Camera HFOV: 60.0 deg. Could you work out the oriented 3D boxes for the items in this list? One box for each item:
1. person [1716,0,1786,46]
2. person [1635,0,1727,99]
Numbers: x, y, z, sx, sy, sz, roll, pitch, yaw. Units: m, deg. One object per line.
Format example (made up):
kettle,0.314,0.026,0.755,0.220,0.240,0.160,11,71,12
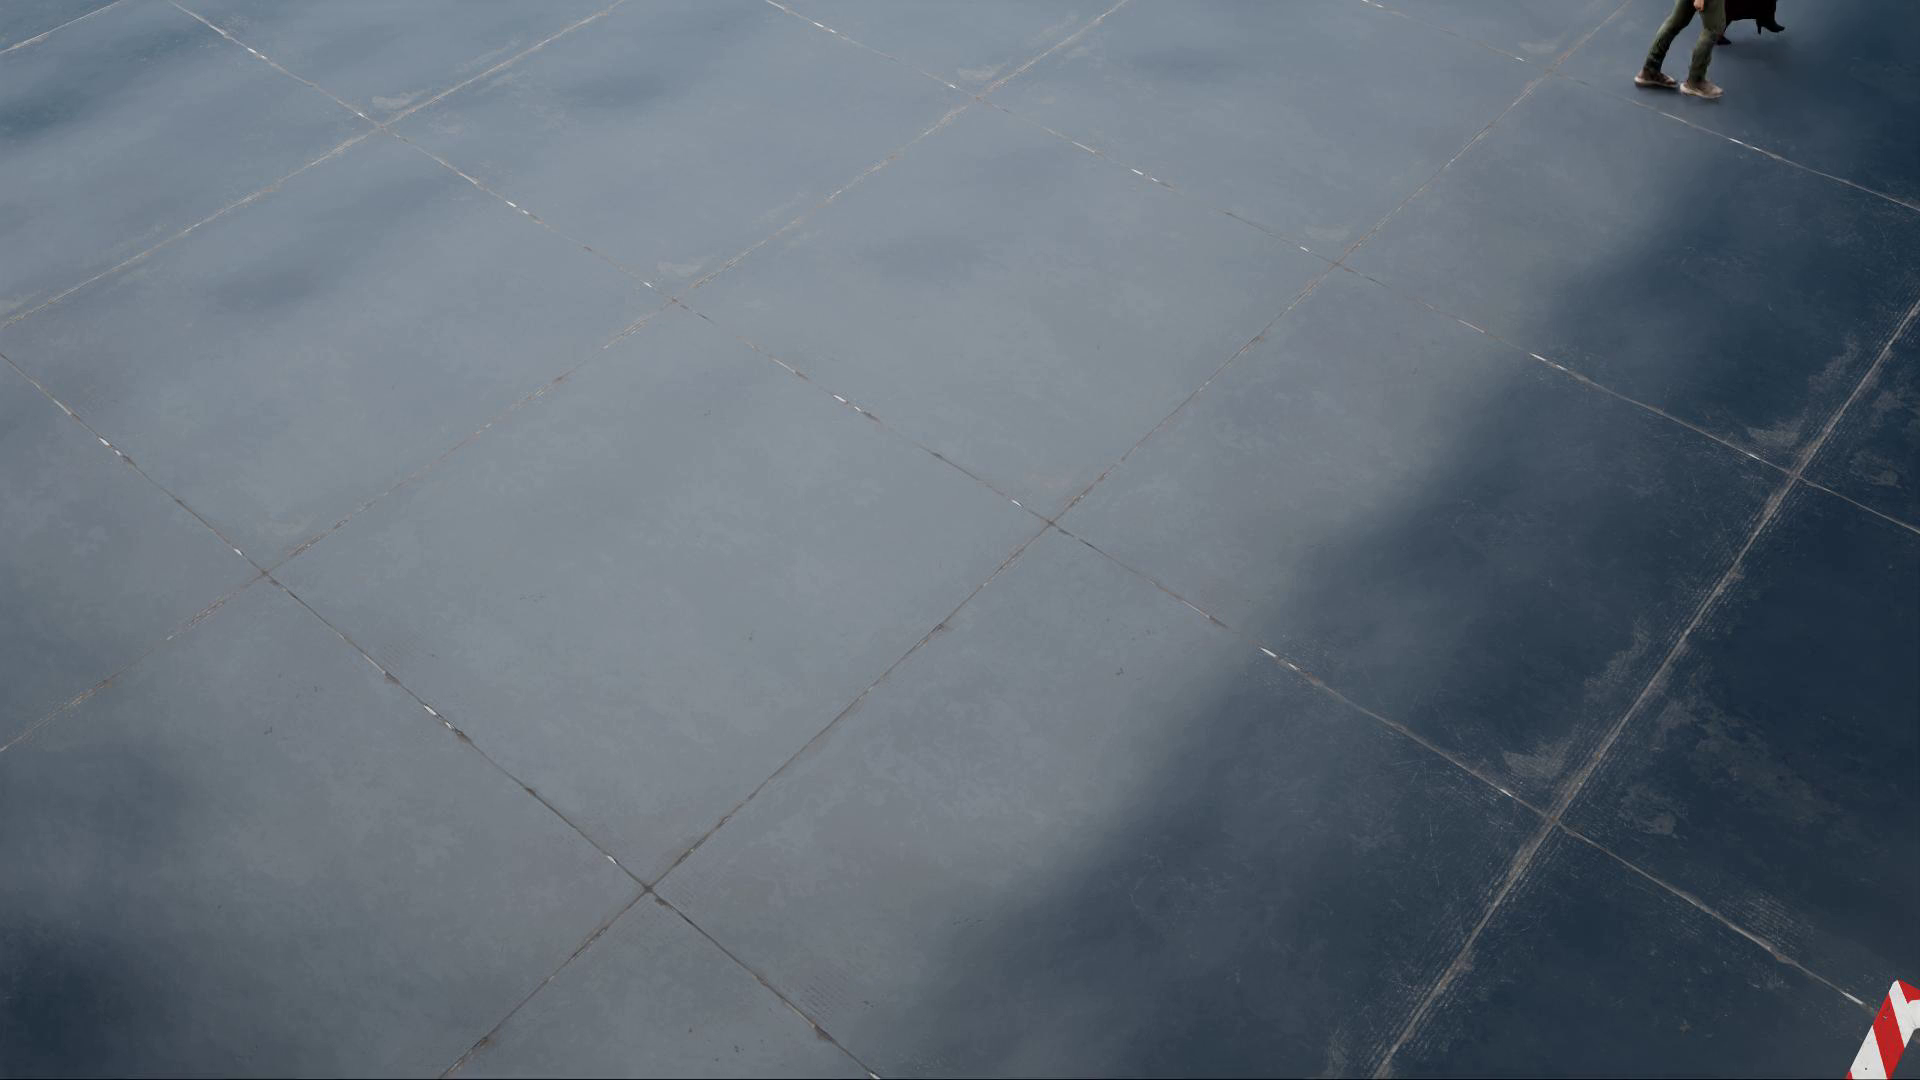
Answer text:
person,5.723,-4.342,11.896,1.055,1.737,0.936,6,48,6
person,5.076,-3.871,11.533,0.915,1.632,0.803,5,47,4
